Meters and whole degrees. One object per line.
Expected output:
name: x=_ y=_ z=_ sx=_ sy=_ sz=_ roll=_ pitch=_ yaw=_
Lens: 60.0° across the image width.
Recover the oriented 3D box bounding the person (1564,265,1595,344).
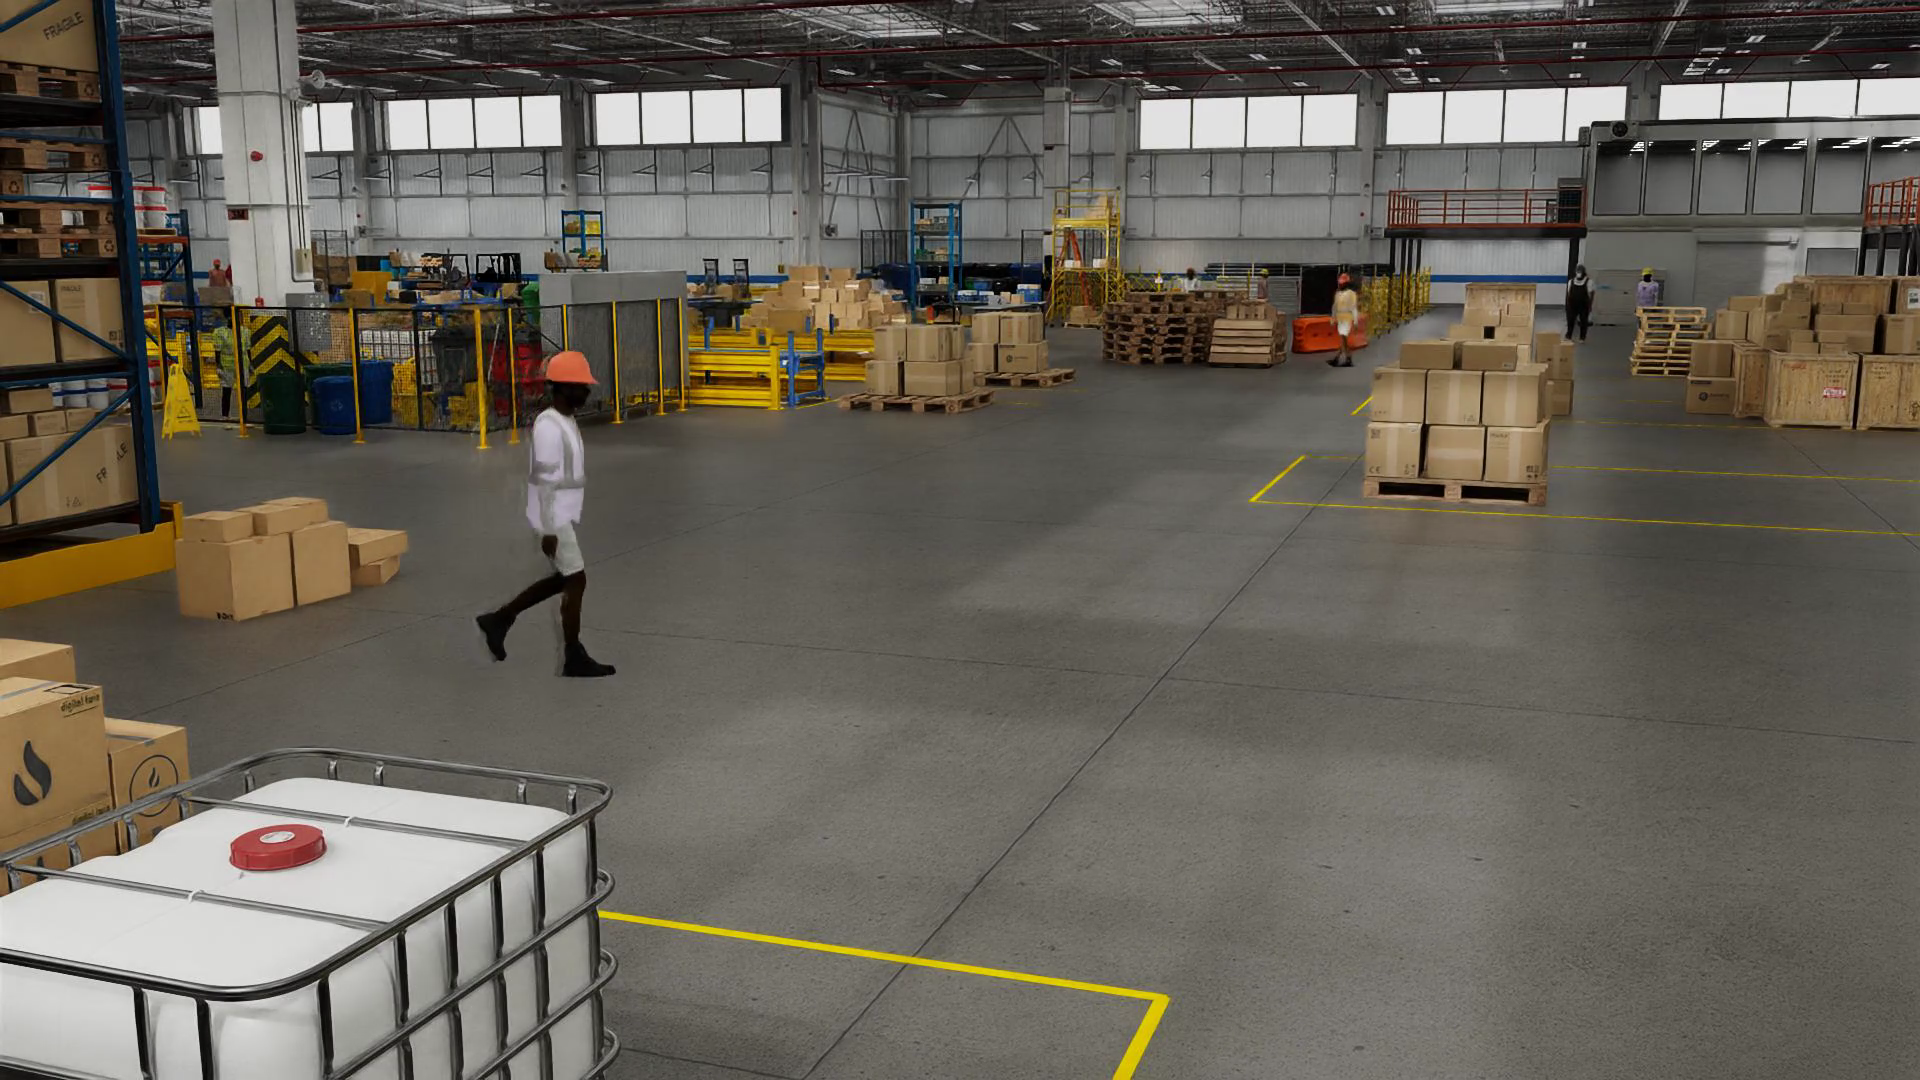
person: x=15.564 y=-5.931 z=41.835 sx=0.698 sy=2.000 sz=1.017 roll=7 pitch=12 yaw=33

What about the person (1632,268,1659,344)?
person: x=17.317 y=-5.900 z=41.977 sx=0.371 sy=1.929 sz=0.585 roll=-7 pitch=12 yaw=-34

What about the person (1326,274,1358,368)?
person: x=7.754 y=-4.465 z=33.967 sx=0.947 sy=1.897 sz=0.575 roll=-7 pitch=12 yaw=-33

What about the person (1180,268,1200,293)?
person: x=6.282 y=-6.531 z=45.719 sx=0.613 sy=1.856 sz=0.803 roll=4 pitch=11 yaw=22

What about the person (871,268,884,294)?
person: x=-2.407 y=-6.738 z=46.950 sx=0.486 sy=1.835 sz=0.734 roll=7 pitch=12 yaw=35

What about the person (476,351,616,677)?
person: x=-2.436 y=-0.143 z=9.649 sx=0.748 sy=1.913 sz=0.545 roll=0 pitch=10 yaw=-1

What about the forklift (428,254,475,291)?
forklift: x=-20.133 y=-10.254 z=65.465 sx=1.157 sy=1.987 sz=2.680 roll=3 pitch=11 yaw=19

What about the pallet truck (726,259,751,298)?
pallet truck: x=-7.986 y=-9.493 z=62.019 sx=0.823 sy=1.965 sz=1.885 roll=3 pitch=11 yaw=17

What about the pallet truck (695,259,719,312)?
pallet truck: x=-9.165 y=-9.627 z=62.776 sx=0.823 sy=1.965 sz=1.885 roll=4 pitch=11 yaw=23

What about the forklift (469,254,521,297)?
forklift: x=-17.990 y=-10.121 z=64.684 sx=1.157 sy=1.987 sz=2.680 roll=3 pitch=11 yaw=17

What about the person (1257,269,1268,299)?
person: x=9.271 y=-7.400 z=50.883 sx=0.324 sy=1.769 sz=0.523 roll=-2 pitch=10 yaw=-12

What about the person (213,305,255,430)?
person: x=-9.855 y=-2.344 z=22.594 sx=0.318 sy=1.698 sz=0.539 roll=8 pitch=13 yaw=40

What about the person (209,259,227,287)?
person: x=-26.419 y=-9.001 z=59.260 sx=0.398 sy=1.990 sz=0.622 roll=9 pitch=14 yaw=43
